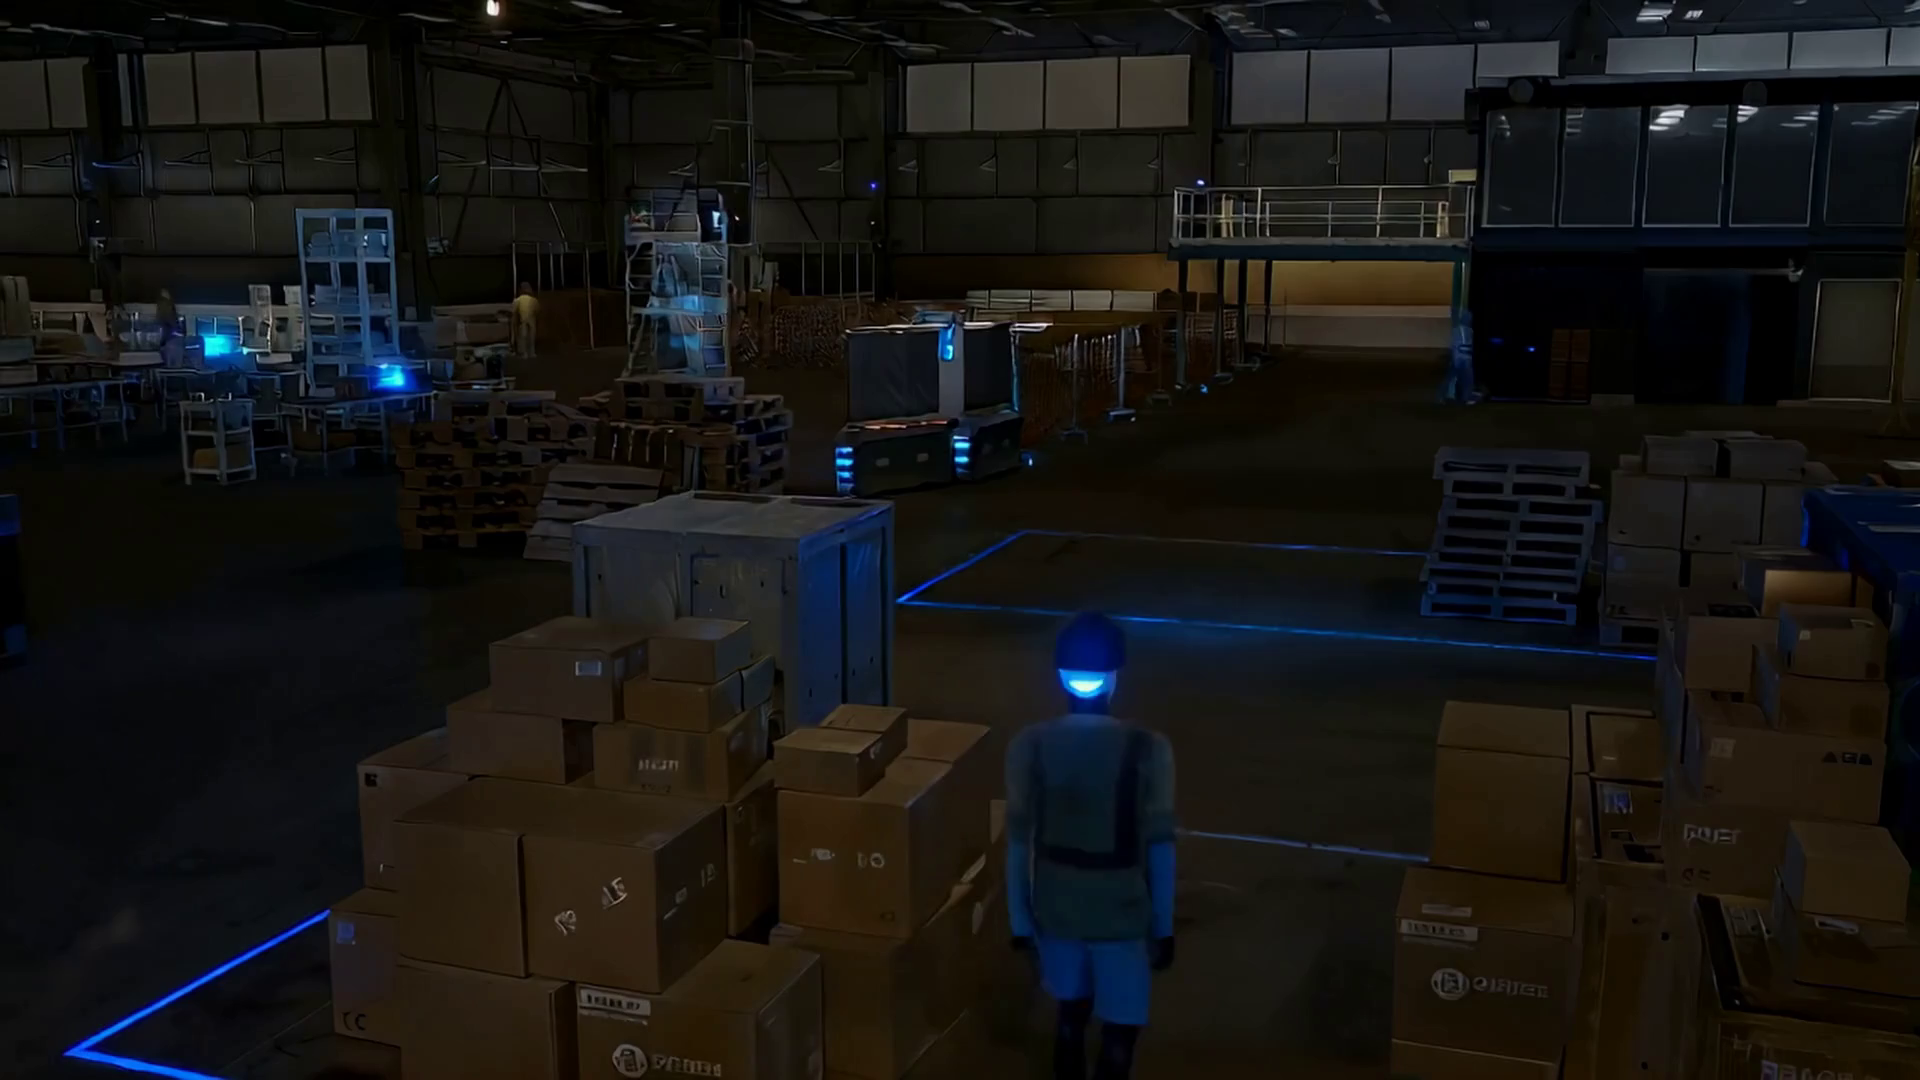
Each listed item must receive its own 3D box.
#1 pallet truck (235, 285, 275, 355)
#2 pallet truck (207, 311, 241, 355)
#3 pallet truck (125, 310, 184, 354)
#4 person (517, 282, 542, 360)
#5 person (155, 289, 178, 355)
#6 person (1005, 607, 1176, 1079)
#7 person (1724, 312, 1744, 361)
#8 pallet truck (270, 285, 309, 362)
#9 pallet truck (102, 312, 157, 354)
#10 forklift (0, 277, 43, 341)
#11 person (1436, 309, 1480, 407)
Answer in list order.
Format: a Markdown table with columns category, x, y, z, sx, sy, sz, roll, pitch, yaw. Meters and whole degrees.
| category | x | y | z | sx | sy | sz | roll | pitch | yaw |
| --- | --- | --- | --- | --- | --- | --- | --- | --- | --- |
| pallet truck | -18.327 | -5.835 | 44.421 | 0.823 | 1.965 | 1.885 | 4 | 11 | 23 |
| pallet truck | -19.537 | -5.575 | 44.913 | 0.653 | 1.274 | 1.630 | 3 | 11 | 19 |
| pallet truck | -22.038 | -5.665 | 45.457 | 0.704 | 1.261 | 1.522 | 3 | 11 | 17 |
| person | -11.401 | -5.785 | 44.008 | 0.605 | 2.045 | 0.387 | 3 | 11 | 18 |
| person | -21.292 | -5.805 | 44.614 | 0.664 | 1.870 | 0.744 | 7 | 12 | 34 |
| person | 0.378 | 1.174 | 5.174 | 0.545 | 1.920 | 0.780 | 4 | 11 | 20 |
| person | 16.943 | -4.352 | 36.562 | 0.531 | 1.825 | 0.973 | -4 | 11 | -23 |
| pallet truck | -17.147 | -5.700 | 43.663 | 0.823 | 1.965 | 1.885 | 3 | 11 | 17 |
| pallet truck | -23.057 | -5.777 | 46.261 | 0.680 | 1.201 | 1.601 | 3 | 11 | 19 |
| forklift | -27.151 | -6.329 | 46.328 | 1.157 | 1.987 | 2.680 | 3 | 11 | 17 |
| person | 9.464 | -3.466 | 31.560 | 0.590 | 1.842 | 0.984 | -7 | 12 | -33 |
